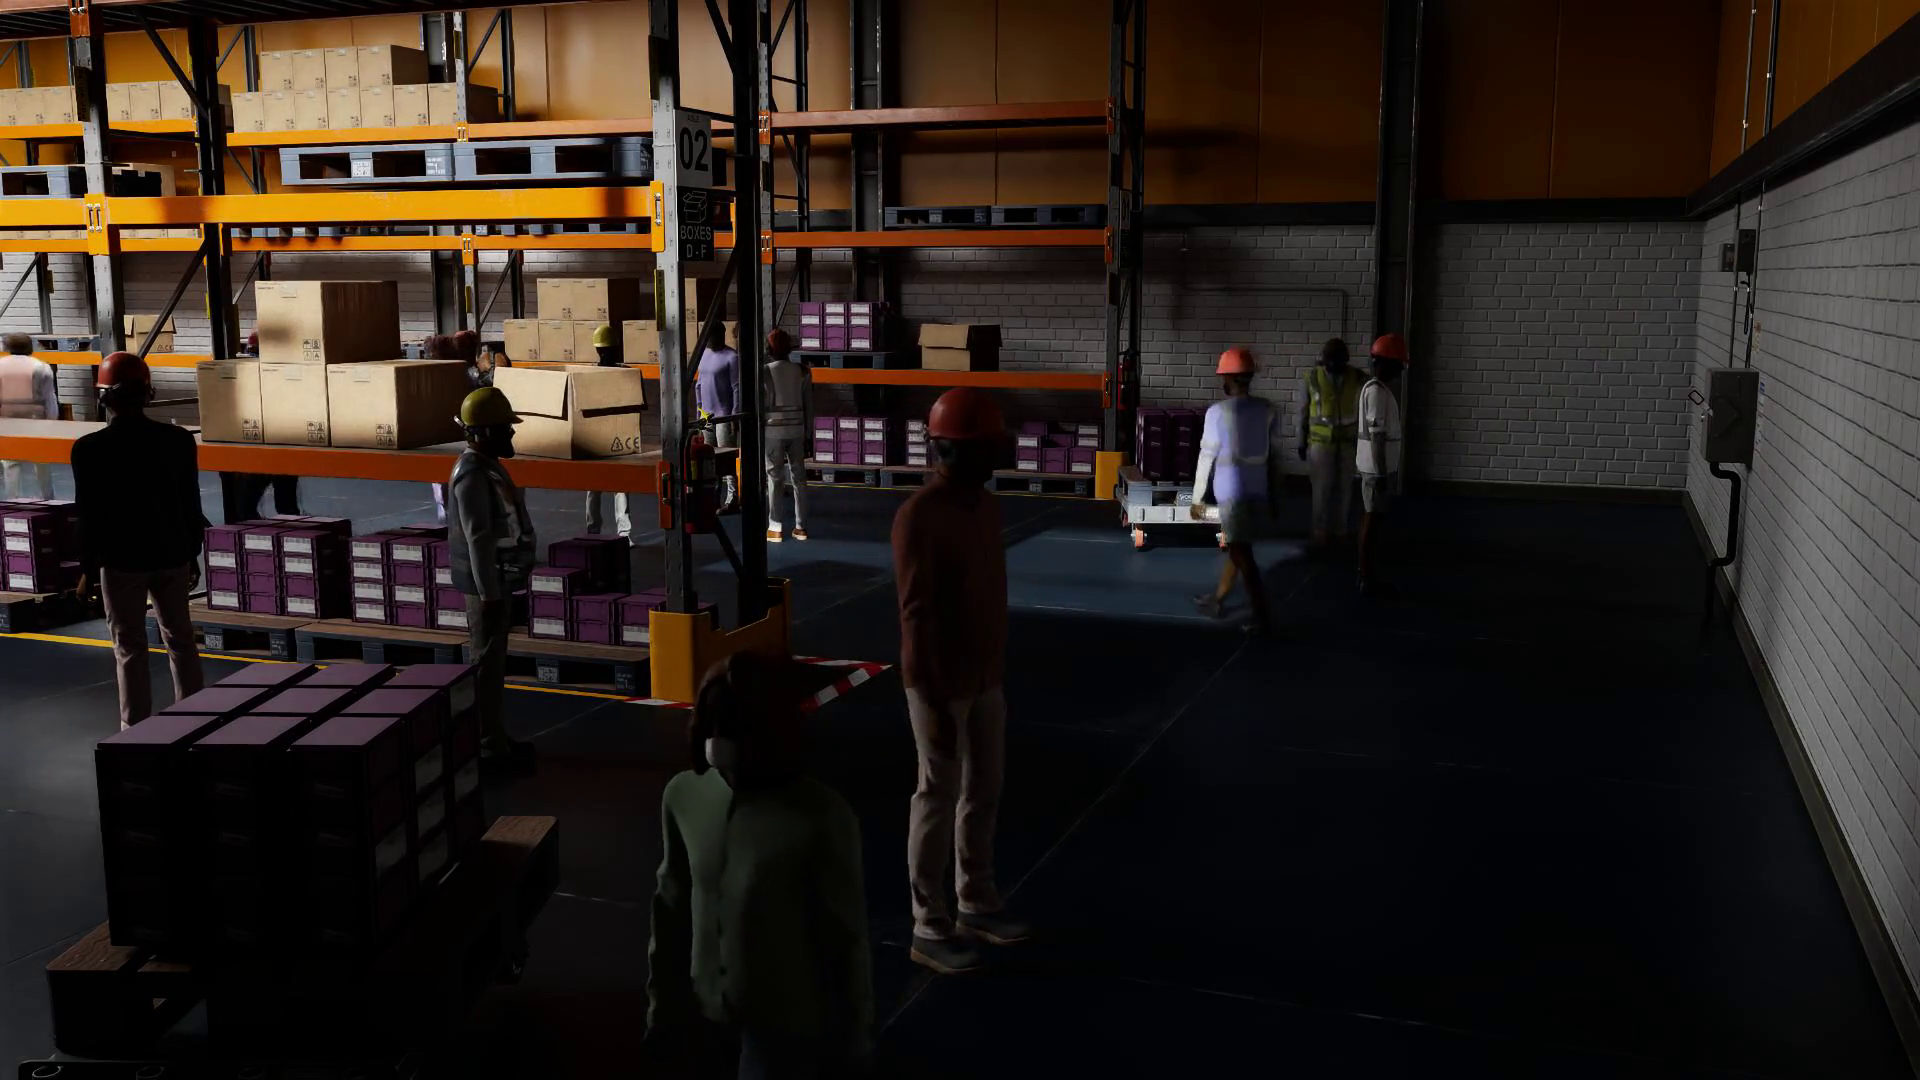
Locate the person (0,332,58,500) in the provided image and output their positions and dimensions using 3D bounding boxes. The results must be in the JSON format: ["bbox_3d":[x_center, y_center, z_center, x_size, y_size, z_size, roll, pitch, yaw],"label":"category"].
[{"bbox_3d":[-9.077,-1.105,16.139,0.649,1.806,0.856,-3,10,-20],"label":"person"}]

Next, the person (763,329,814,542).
[{"bbox_3d":[-1.569,-0.922,14.732,0.572,1.887,0.354,-5,10,-28],"label":"person"}]

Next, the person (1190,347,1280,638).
[{"bbox_3d":[1.823,-0.327,11.020,0.570,1.880,1.015,-5,10,-27],"label":"person"}]

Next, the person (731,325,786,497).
[{"bbox_3d":[-2.156,-1.351,17.586,0.461,1.841,0.569,7,11,36],"label":"person"}]

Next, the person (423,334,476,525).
[{"bbox_3d":[-4.147,-0.755,13.729,0.806,1.875,0.666,2,9,12],"label":"person"}]

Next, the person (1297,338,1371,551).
[{"bbox_3d":[3.232,-0.811,14.250,0.642,1.813,0.705,0,9,2],"label":"person"}]

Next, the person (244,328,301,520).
[{"bbox_3d":[-5.234,-0.618,12.564,0.585,1.964,0.618,2,9,12],"label":"person"}]

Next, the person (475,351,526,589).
[{"bbox_3d":[-3.177,-0.387,11.543,0.429,1.837,0.625,-2,9,-12],"label":"person"}]

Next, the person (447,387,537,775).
[{"bbox_3d":[-2.216,0.190,7.915,0.403,1.833,0.586,-2,9,-13],"label":"person"}]

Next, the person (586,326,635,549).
[{"bbox_3d":[-3.022,-0.874,14.300,0.586,1.928,0.365,-3,10,-20],"label":"person"}]

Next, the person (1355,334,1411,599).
[{"bbox_3d":[3.088,-0.539,12.185,0.364,1.933,0.543,2,9,11],"label":"person"}]

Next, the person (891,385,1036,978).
[{"bbox_3d":[0.000,0.469,5.665,0.394,1.991,0.629,6,11,31],"label":"person"}]

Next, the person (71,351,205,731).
[{"bbox_3d":[-3.940,0.096,7.995,0.379,1.996,0.611,7,11,36],"label":"person"}]

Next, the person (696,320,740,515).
[{"bbox_3d":[-2.376,-1.209,16.387,0.627,1.934,0.372,7,12,39],"label":"person"}]

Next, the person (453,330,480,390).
[{"bbox_3d":[-4.251,-0.876,14.448,0.575,1.885,0.355,8,12,41],"label":"person"}]

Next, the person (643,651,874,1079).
[{"bbox_3d":[-0.426,1.008,3.543,0.512,1.592,0.872,6,11,34],"label":"person"}]
